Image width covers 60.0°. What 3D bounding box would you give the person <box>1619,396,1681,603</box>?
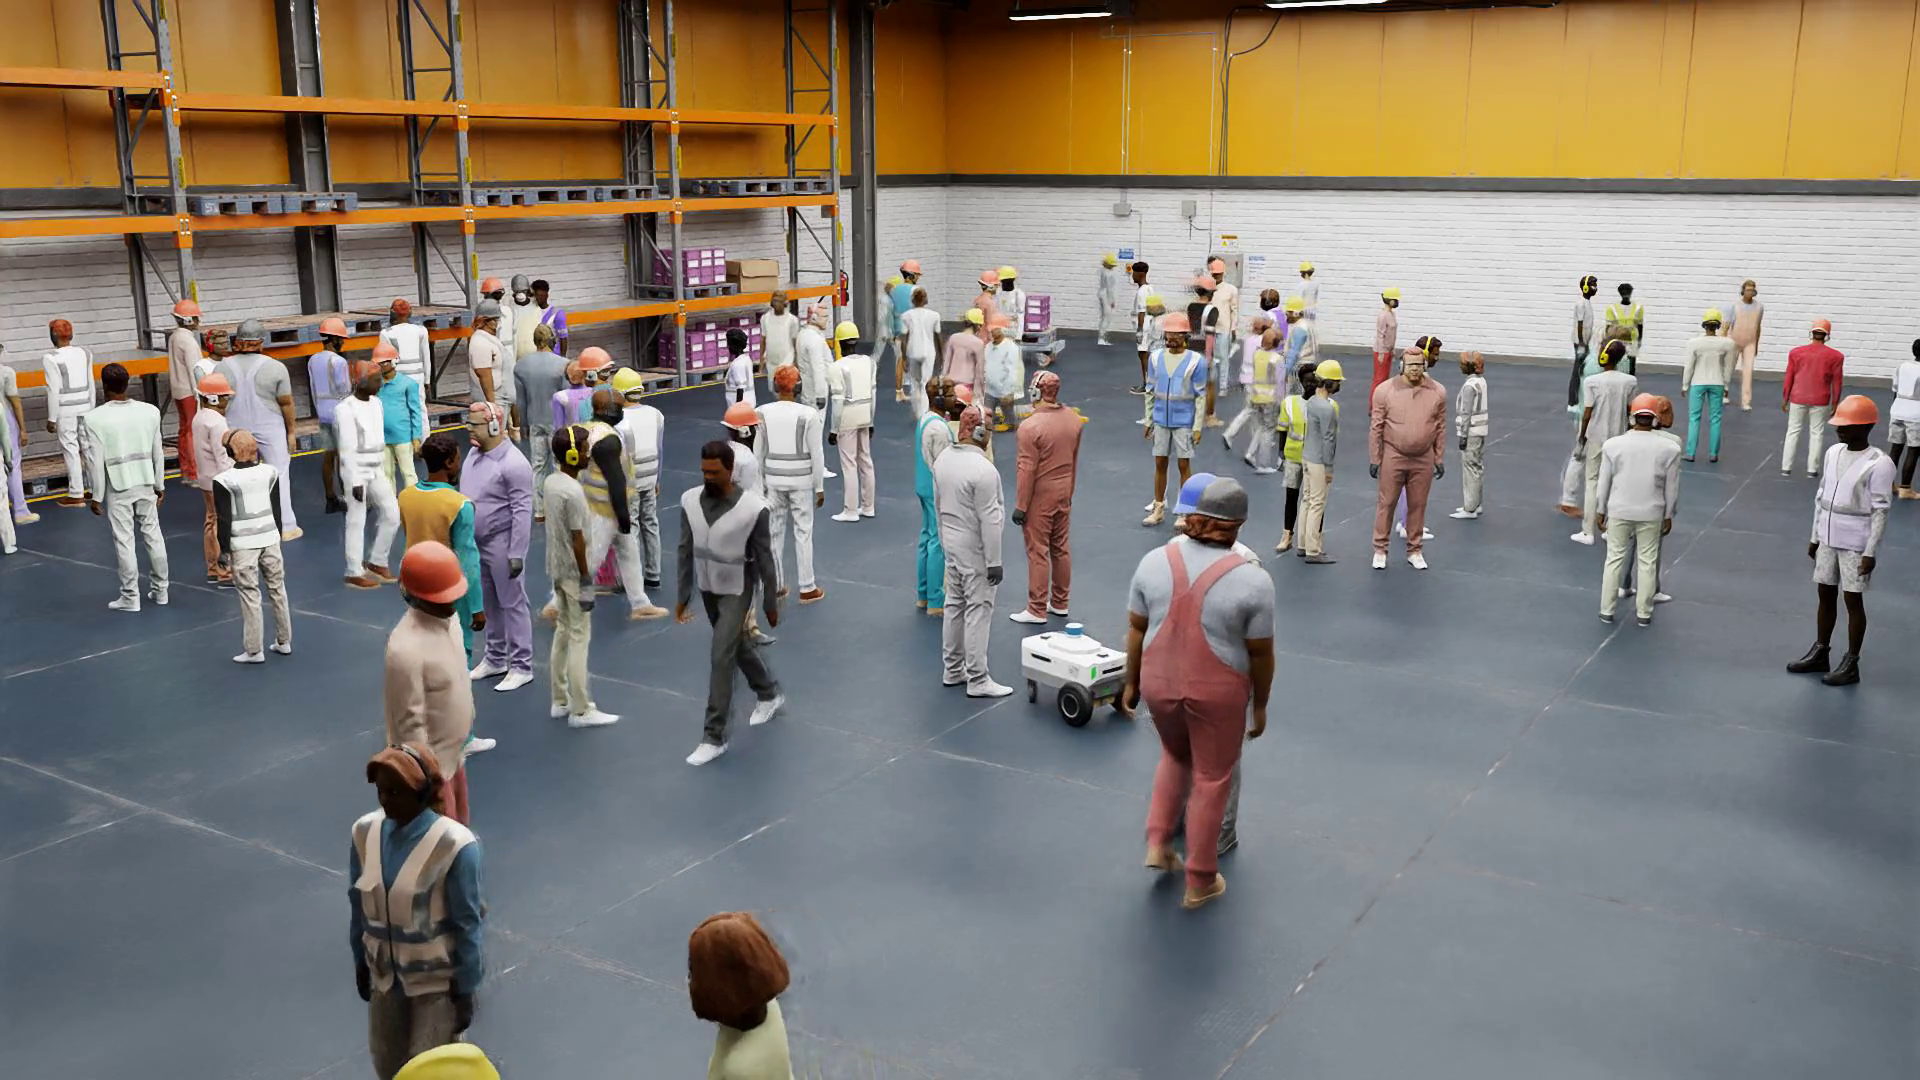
[{"bbox_3d":[5.422,-0.325,13.105,0.284,1.633,0.501,-9,16,-35],"label":"person"}]

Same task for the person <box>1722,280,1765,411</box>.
[{"bbox_3d":[10.894,-2.742,23.242,0.522,1.807,0.950,2,13,8],"label":"person"}]

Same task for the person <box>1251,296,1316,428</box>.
[{"bbox_3d":[4.054,-2.103,20.484,0.909,1.782,0.591,2,13,8],"label":"person"}]

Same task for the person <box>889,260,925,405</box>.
[{"bbox_3d":[-0.711,-2.940,23.575,0.615,2.031,0.397,10,16,36],"label":"person"}]

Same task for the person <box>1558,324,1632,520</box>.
[{"bbox_3d":[6.189,-1.089,15.834,0.631,1.899,0.962,-8,15,-30],"label":"person"}]

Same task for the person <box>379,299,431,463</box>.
[{"bbox_3d":[-6.314,-1.803,18.976,0.574,1.882,0.356,-12,17,-41],"label":"person"}]

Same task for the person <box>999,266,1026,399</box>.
[{"bbox_3d":[0.720,-2.995,24.069,0.394,1.921,0.583,-8,15,-32],"label":"person"}]

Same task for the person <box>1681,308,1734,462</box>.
[{"bbox_3d":[8.558,-1.768,19.077,0.522,1.769,0.318,2,13,10],"label":"person"}]

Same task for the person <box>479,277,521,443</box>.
[{"bbox_3d":[-5.613,-2.158,20.162,0.390,2.040,0.614,6,14,23],"label":"person"}]

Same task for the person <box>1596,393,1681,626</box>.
[{"bbox_3d":[5.053,-0.228,12.440,0.567,1.744,0.349,5,14,22],"label":"person"}]

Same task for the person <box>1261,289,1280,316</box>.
[{"bbox_3d":[4.377,-2.739,23.576,0.279,1.634,0.498,11,17,40],"label":"person"}]

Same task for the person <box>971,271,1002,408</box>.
[{"bbox_3d":[0.362,-2.590,22.174,0.415,1.985,0.611,-5,14,-21],"label":"person"}]

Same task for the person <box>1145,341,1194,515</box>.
[{"bbox_3d":[2.101,-1.185,16.320,0.521,1.873,0.334,10,16,36],"label":"person"}]

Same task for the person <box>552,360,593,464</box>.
[{"bbox_3d":[-3.492,-0.836,15.312,0.523,1.638,0.310,-9,16,-35],"label":"person"}]

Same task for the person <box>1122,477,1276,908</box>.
[{"bbox_3d":[1.138,0.683,7.845,0.730,2.000,0.592,8,15,32],"label":"person"}]

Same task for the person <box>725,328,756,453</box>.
[{"bbox_3d":[-2.322,-1.392,17.600,0.316,1.694,0.542,0,13,2],"label":"person"}]

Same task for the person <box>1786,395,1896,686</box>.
[{"bbox_3d":[5.861,-0.001,11.040,0.358,1.935,0.551,-4,14,-17],"label":"person"}]

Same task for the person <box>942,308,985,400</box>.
[{"bbox_3d":[0.061,-1.839,19.442,0.543,1.726,0.629,12,17,41],"label":"person"}]

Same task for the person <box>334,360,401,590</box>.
[{"bbox_3d":[-4.779,-0.512,13.413,0.528,1.859,0.608,4,14,19],"label":"person"}]

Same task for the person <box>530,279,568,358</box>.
[{"bbox_3d":[-5.217,-2.294,20.921,0.617,1.962,0.361,6,14,23],"label":"person"}]

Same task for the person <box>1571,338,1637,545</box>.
[{"bbox_3d":[5.810,-0.888,15.018,0.531,1.876,0.317,-1,13,-6],"label":"person"}]

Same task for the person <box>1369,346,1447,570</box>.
[{"bbox_3d":[3.791,-0.687,14.081,0.651,1.906,0.402,0,13,1],"label":"person"}]

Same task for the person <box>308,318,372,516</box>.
[{"bbox_3d":[-6.076,-1.197,16.246,0.543,1.928,0.370,9,16,33],"label":"person"}]

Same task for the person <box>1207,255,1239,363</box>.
[{"bbox_3d":[4.438,-3.910,28.226,0.639,1.836,0.531,-3,13,-12],"label":"person"}]

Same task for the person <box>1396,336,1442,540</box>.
[{"bbox_3d":[4.226,-0.944,15.299,0.328,1.861,0.517,2,13,9],"label":"person"}]

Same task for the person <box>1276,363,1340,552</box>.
[{"bbox_3d":[3.051,-0.714,14.646,0.540,1.698,0.317,6,14,23],"label":"person"}]

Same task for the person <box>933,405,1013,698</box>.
[{"bbox_3d":[0.096,0.072,10.799,0.409,1.901,0.652,-8,15,-30],"label":"person"}]

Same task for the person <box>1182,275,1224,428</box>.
[{"bbox_3d":[2.982,-2.378,21.247,0.989,1.998,0.608,-11,17,-39],"label":"person"}]

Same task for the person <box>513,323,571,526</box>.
[{"bbox_3d":[-3.881,-1.082,15.722,0.630,1.940,0.372,4,13,15],"label":"person"}]

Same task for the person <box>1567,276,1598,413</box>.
[{"bbox_3d":[8.568,-2.687,22.841,0.328,1.870,0.513,6,14,25],"label":"person"}]

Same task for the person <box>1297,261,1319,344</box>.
[{"bbox_3d":[5.735,-3.739,27.629,0.525,1.769,0.309,-11,17,-40],"label":"person"}]

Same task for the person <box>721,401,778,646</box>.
[{"bbox_3d":[-1.551,-0.121,11.952,0.332,1.755,0.564,-8,15,-30],"label":"person"}]

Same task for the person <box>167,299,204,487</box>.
[{"bbox_3d":[-8.173,-1.557,17.695,0.402,1.986,0.606,-11,17,-40],"label":"person"}]

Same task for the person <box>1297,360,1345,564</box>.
[{"bbox_3d":[3.120,-0.672,14.340,0.341,1.760,0.525,-1,13,-5],"label":"person"}]

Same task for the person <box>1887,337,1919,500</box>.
[{"bbox_3d":[9.719,-1.246,16.983,0.319,1.687,0.542,-3,13,-13],"label":"person"}]

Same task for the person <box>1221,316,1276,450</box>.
[{"bbox_3d":[3.464,-1.881,19.931,0.777,1.601,0.553,-5,14,-20],"label":"person"}]

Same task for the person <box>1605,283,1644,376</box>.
[{"bbox_3d":[9.683,-2.920,24.294,0.547,1.668,0.531,4,13,15],"label":"person"}]

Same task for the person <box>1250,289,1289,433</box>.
[{"bbox_3d":[3.908,-2.257,21.064,0.431,1.835,0.619,9,16,35],"label":"person"}]

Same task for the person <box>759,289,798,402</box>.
[{"bbox_3d":[-2.283,-2.306,21.291,0.506,1.825,0.797,3,13,14],"label":"person"}]

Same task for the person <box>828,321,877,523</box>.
[{"bbox_3d":[-1.047,-1.130,15.962,0.381,1.923,0.591,11,17,39],"label":"person"}]
